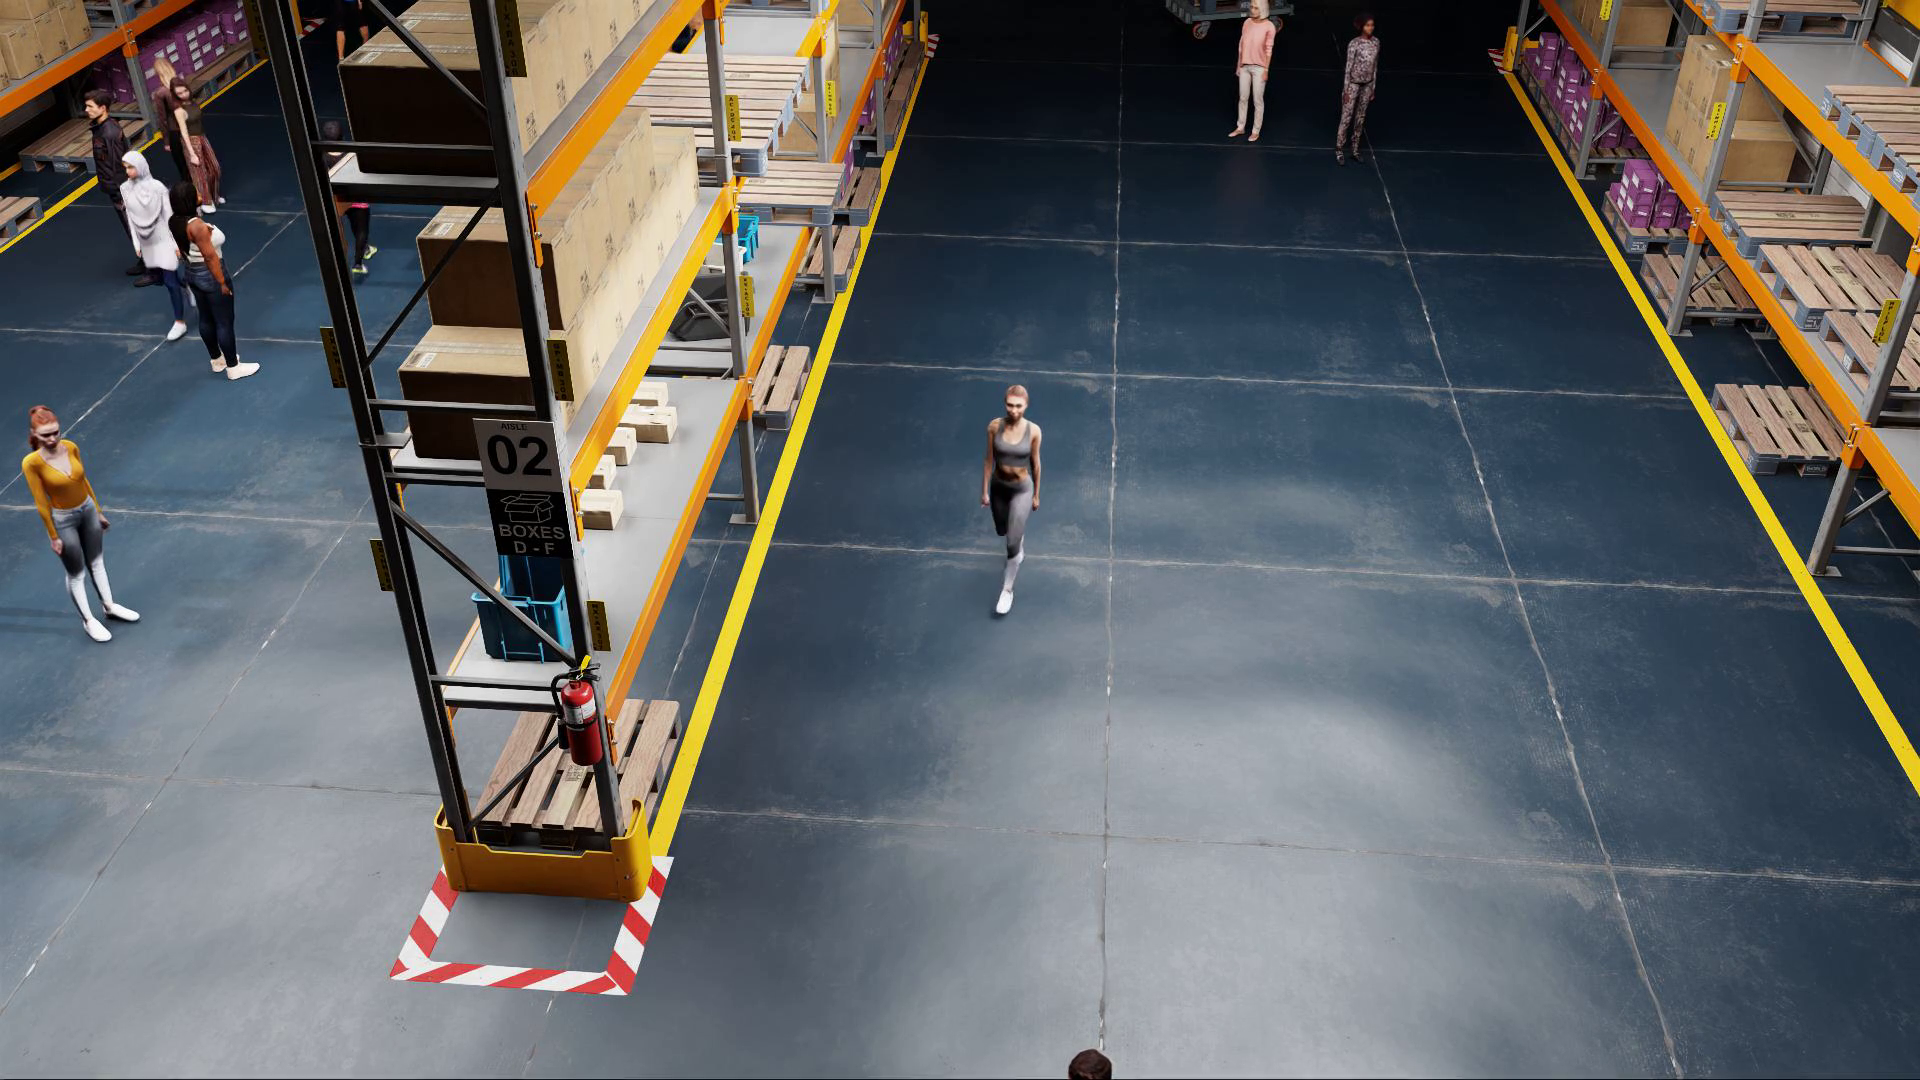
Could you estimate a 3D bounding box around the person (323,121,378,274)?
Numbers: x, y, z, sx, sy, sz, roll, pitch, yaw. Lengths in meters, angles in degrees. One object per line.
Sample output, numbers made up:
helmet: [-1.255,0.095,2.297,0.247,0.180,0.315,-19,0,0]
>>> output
person: [-6.078,-3.389,16.581,0.608,1.524,0.983,6,34,10]

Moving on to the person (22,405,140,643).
person: [-6.119,-0.125,11.461,0.719,1.755,0.599,14,36,20]

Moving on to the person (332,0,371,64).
person: [-8.143,-7.126,21.929,0.607,1.826,1.197,3,34,4]

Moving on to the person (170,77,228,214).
person: [-8.250,-4.238,17.859,0.697,1.521,0.562,0,34,0]

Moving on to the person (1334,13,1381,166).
person: [4.571,-5.181,19.108,0.663,1.710,0.689,-10,35,-14]

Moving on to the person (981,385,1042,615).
person: [0.374,-0.368,11.895,0.694,1.678,1.117,8,34,12]

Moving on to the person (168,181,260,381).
person: [-6.651,-2.296,14.678,0.749,1.809,0.779,24,40,31]

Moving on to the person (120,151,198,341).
person: [-7.389,-2.778,15.450,0.648,1.759,0.944,5,34,7]

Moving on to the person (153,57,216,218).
person: [-8.323,-4.311,17.805,0.735,1.703,0.575,13,36,18]

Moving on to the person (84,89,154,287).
person: [-8.222,-3.475,16.330,0.852,1.944,0.759,-20,38,-27]

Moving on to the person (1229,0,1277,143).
person: [3.496,-5.621,19.758,0.683,1.723,0.699,23,40,31]
